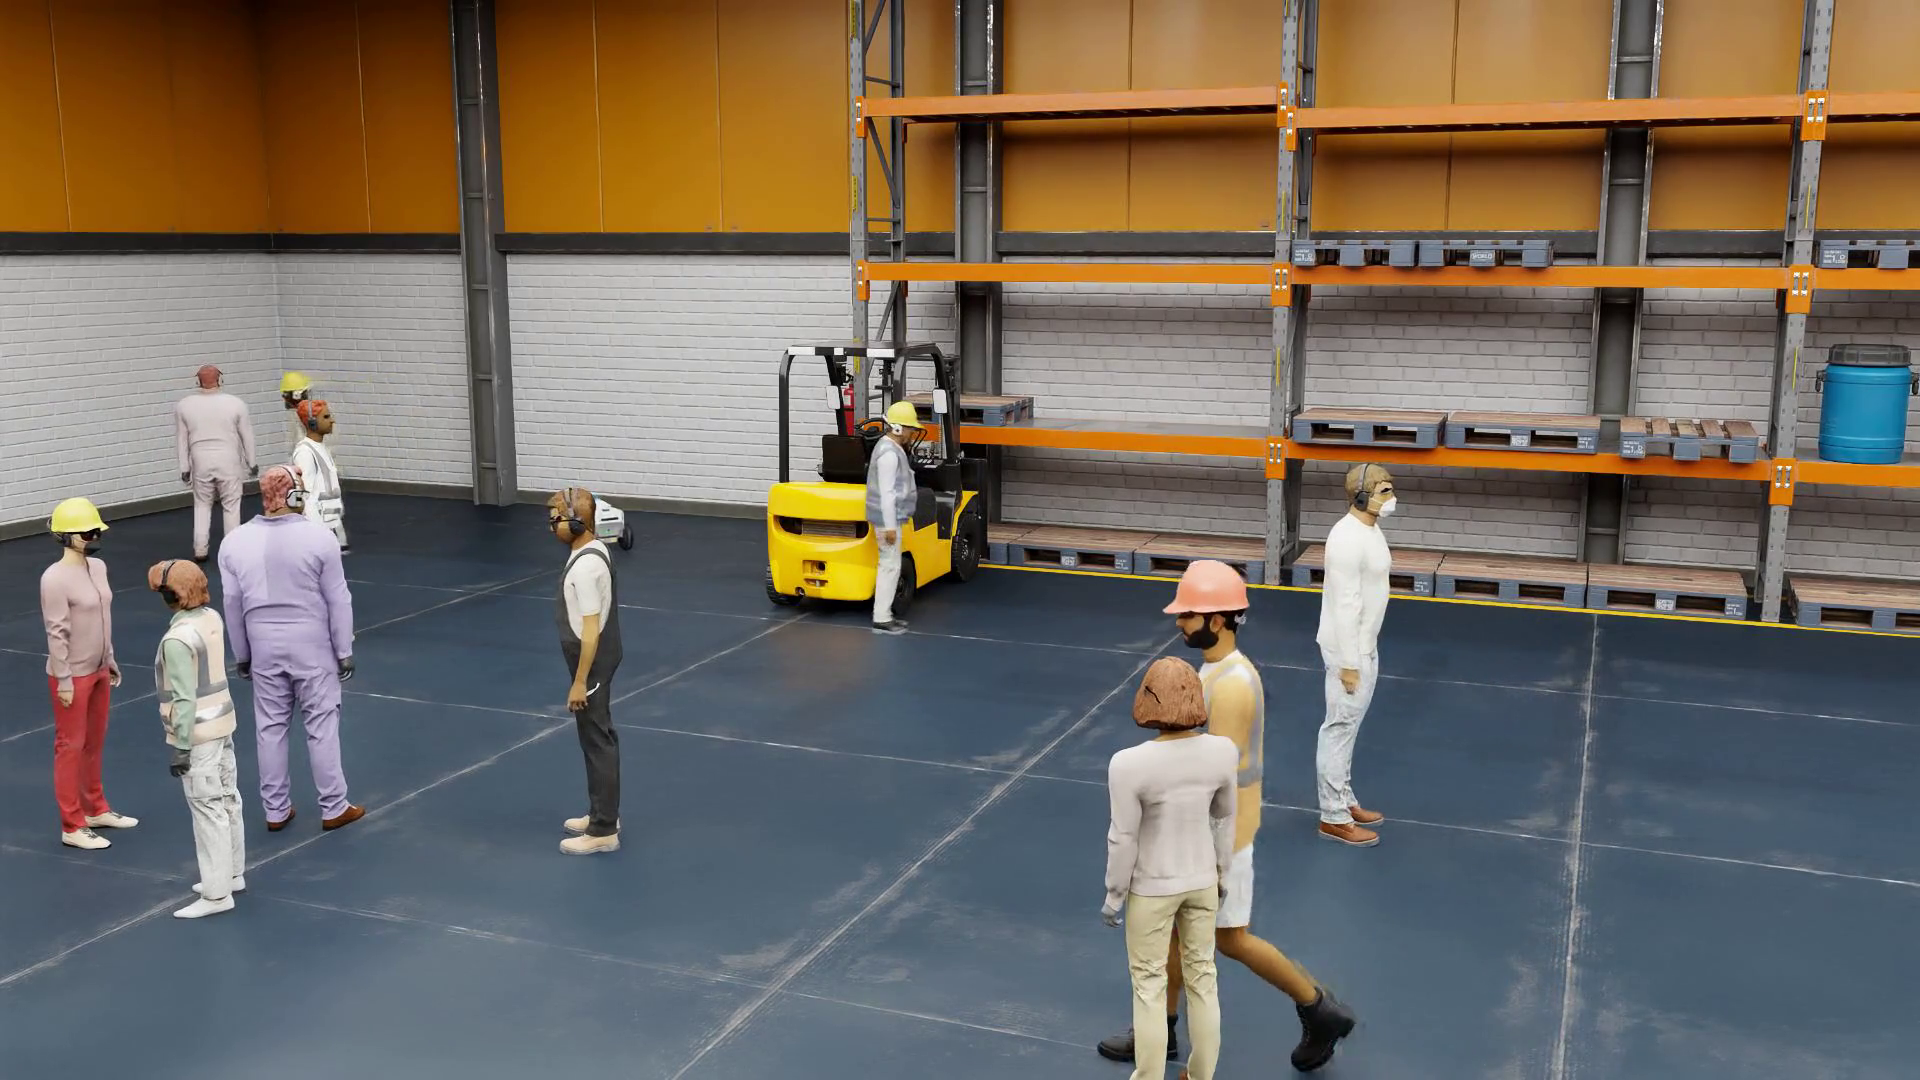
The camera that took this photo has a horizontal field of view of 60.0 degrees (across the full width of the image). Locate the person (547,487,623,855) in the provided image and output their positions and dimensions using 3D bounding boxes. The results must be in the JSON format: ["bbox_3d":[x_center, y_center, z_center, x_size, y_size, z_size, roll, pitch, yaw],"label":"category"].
[{"bbox_3d":[-1.860,0.645,8.287,0.344,1.840,0.504,-1,10,-6],"label":"person"}]

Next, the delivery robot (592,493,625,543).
[{"bbox_3d":[-3.604,-0.223,16.443,0.477,0.478,0.707,-7,12,-35],"label":"delivery robot"}]

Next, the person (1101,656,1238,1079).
[{"bbox_3d":[0.721,1.204,5.747,0.500,1.633,0.283,-5,11,-24],"label":"person"}]

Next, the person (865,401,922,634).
[{"bbox_3d":[-0.515,-0.174,12.941,0.449,1.809,0.609,-1,10,-3],"label":"person"}]

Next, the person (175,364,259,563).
[{"bbox_3d":[-6.985,-0.709,15.671,0.669,1.903,0.462,-2,10,-10],"label":"person"}]

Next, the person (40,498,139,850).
[{"bbox_3d":[-4.409,0.660,8.406,0.329,1.769,0.526,0,10,0],"label":"person"}]

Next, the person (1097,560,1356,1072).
[{"bbox_3d":[0.983,1.015,6.028,0.870,1.914,0.544,0,10,-1],"label":"person"}]

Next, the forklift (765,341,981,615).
[{"bbox_3d":[-0.739,-0.602,14.246,1.214,2.155,2.313,4,11,21],"label":"forklift"}]

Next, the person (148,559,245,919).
[{"bbox_3d":[-3.434,0.887,7.507,0.314,1.636,0.514,-1,10,-6],"label":"person"}]

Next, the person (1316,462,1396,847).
[{"bbox_3d":[2.015,0.563,8.468,0.379,1.940,0.629,4,11,22],"label":"person"}]

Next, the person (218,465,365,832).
[{"bbox_3d":[-3.425,0.563,8.577,0.637,1.904,0.403,0,10,2],"label":"person"}]

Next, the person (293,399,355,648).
[{"bbox_3d":[-4.748,-0.108,12.360,0.355,1.884,0.575,-2,10,-13],"label":"person"}]

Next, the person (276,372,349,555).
[{"bbox_3d":[-6.310,-0.697,15.890,0.863,1.790,0.637,-4,11,-22],"label":"person"}]
